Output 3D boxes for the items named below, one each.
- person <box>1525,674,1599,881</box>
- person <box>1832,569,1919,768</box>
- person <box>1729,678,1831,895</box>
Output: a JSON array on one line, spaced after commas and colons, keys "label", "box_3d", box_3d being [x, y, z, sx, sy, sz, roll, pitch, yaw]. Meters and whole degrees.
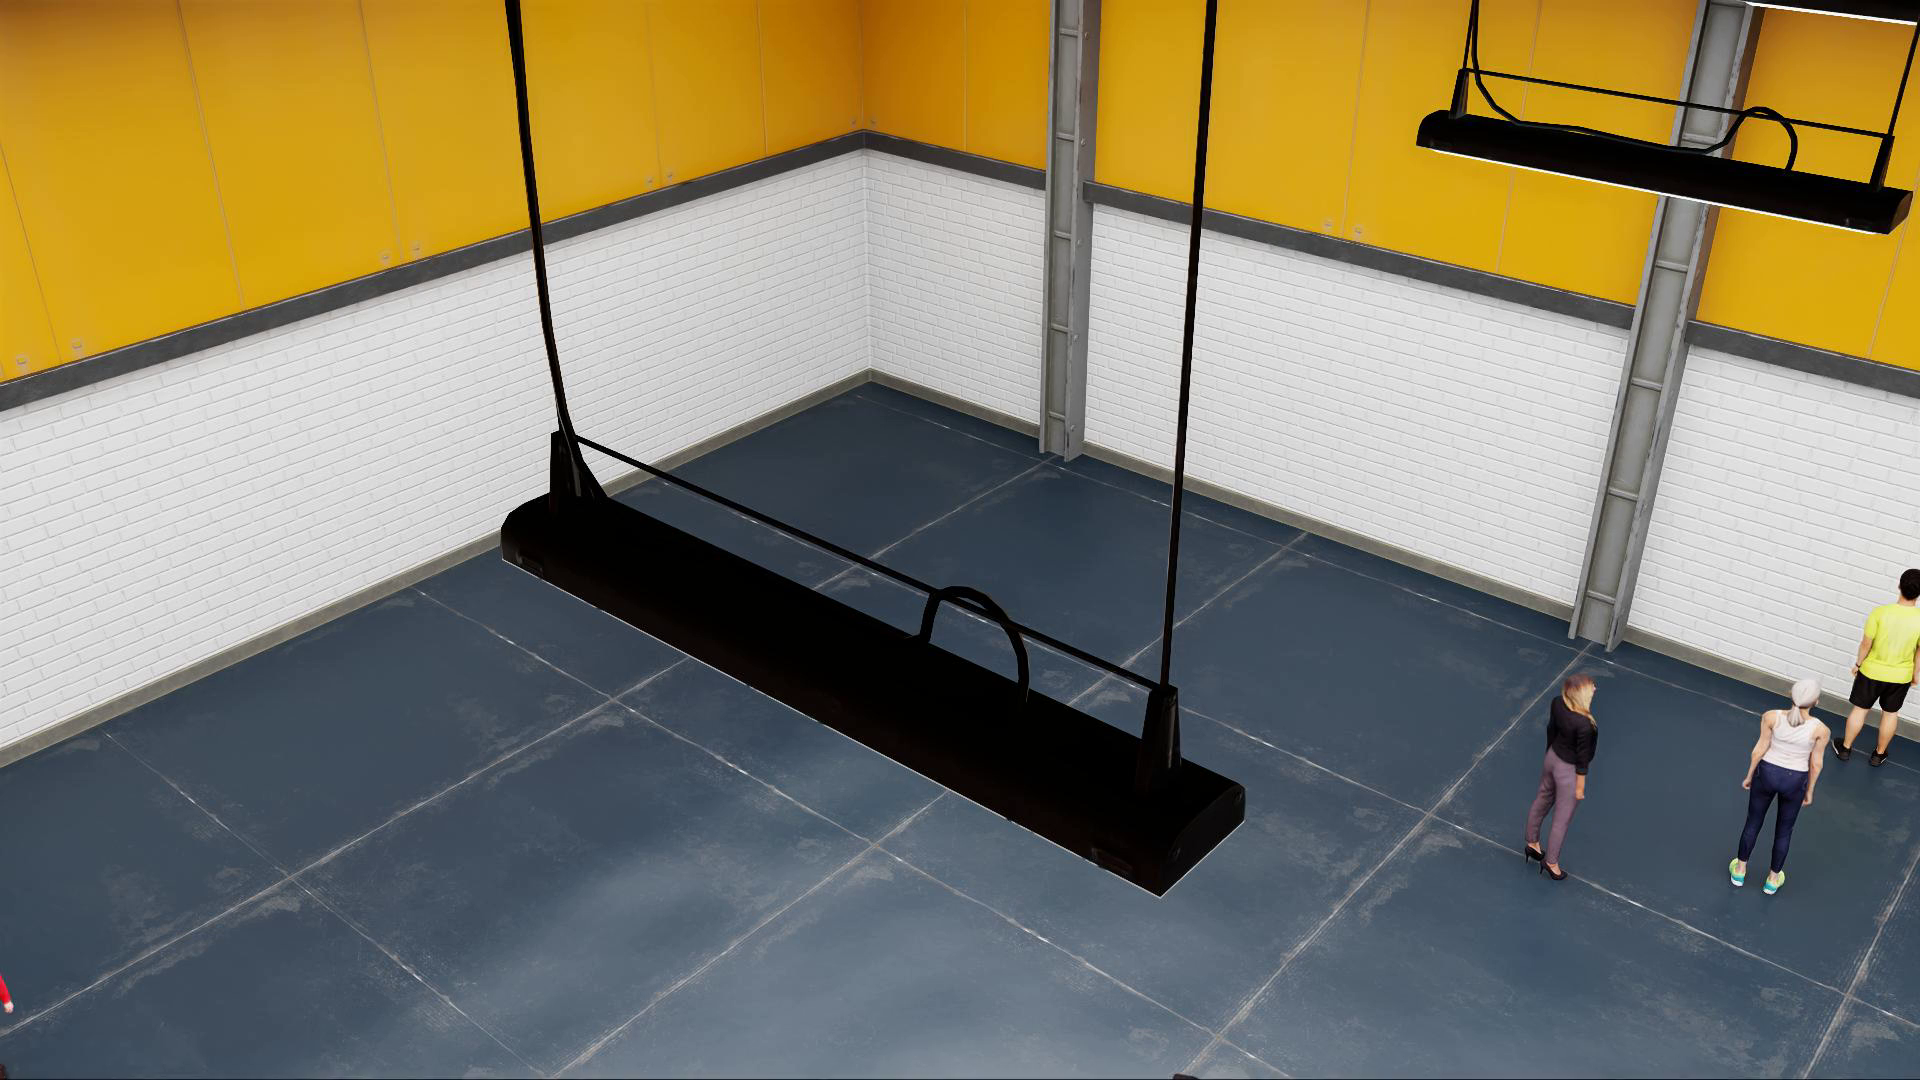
[{"label": "person", "box_3d": [4.255, 1.657, 11.766, 0.736, 1.672, 0.642, -7, 29, -13]}, {"label": "person", "box_3d": [7.221, 0.994, 12.941, 0.570, 1.709, 0.735, 12, 31, 21]}, {"label": "person", "box_3d": [5.733, 1.708, 11.641, 0.528, 1.701, 0.698, 15, 32, 26]}]
